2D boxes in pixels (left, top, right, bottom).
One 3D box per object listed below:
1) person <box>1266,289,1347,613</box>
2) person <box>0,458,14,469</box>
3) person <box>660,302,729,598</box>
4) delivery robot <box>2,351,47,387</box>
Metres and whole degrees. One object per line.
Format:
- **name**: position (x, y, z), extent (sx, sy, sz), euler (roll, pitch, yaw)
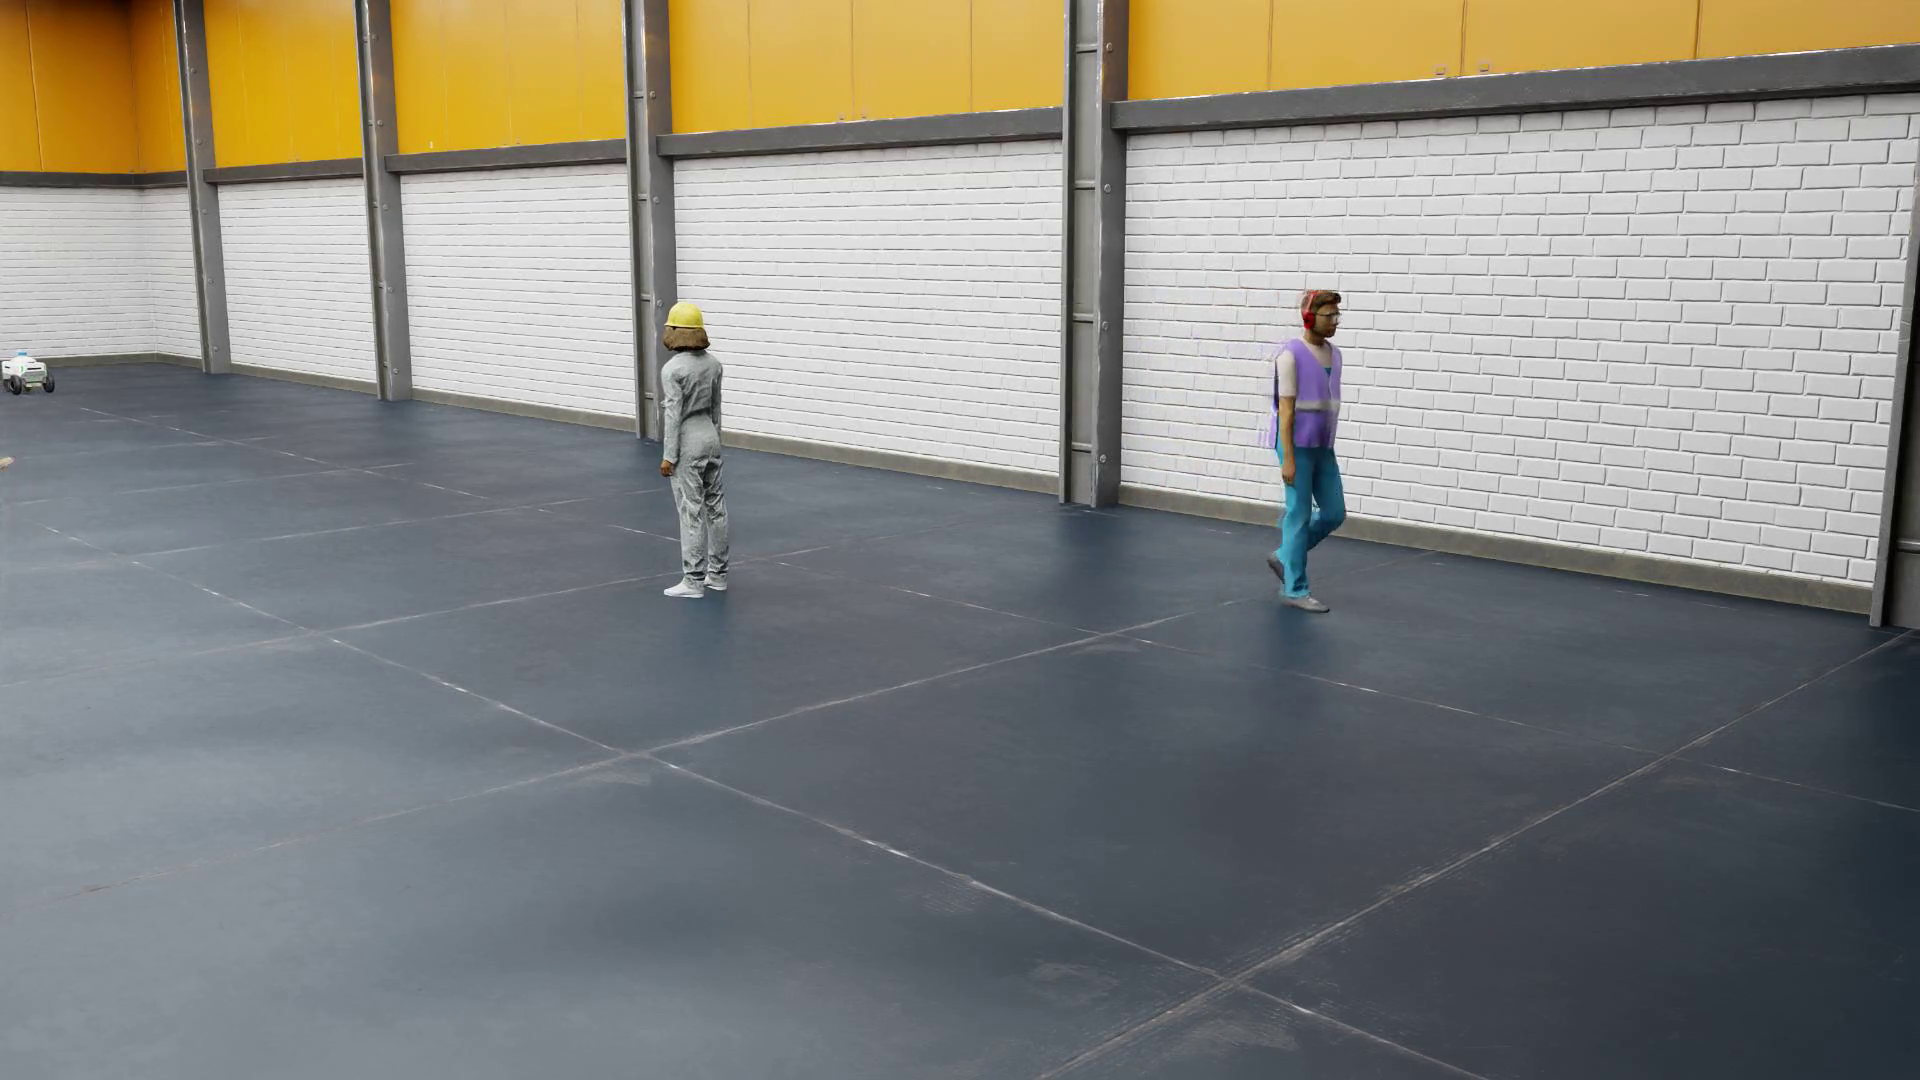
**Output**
- **person**: position (1.963, -0.501, 9.453), extent (0.582, 1.833, 0.442), euler (-10, 14, -42)
- **person**: position (-8.854, -1.430, 14.592), extent (0.805, 1.810, 0.634), euler (-3, 11, -18)
- **person**: position (-1.595, -0.531, 9.849), extent (0.304, 1.745, 0.483), euler (7, 12, 32)
- **delivery robot**: position (-12.691, -2.314, 22.549), extent (0.707, 0.478, 0.477), euler (9, 14, 40)
